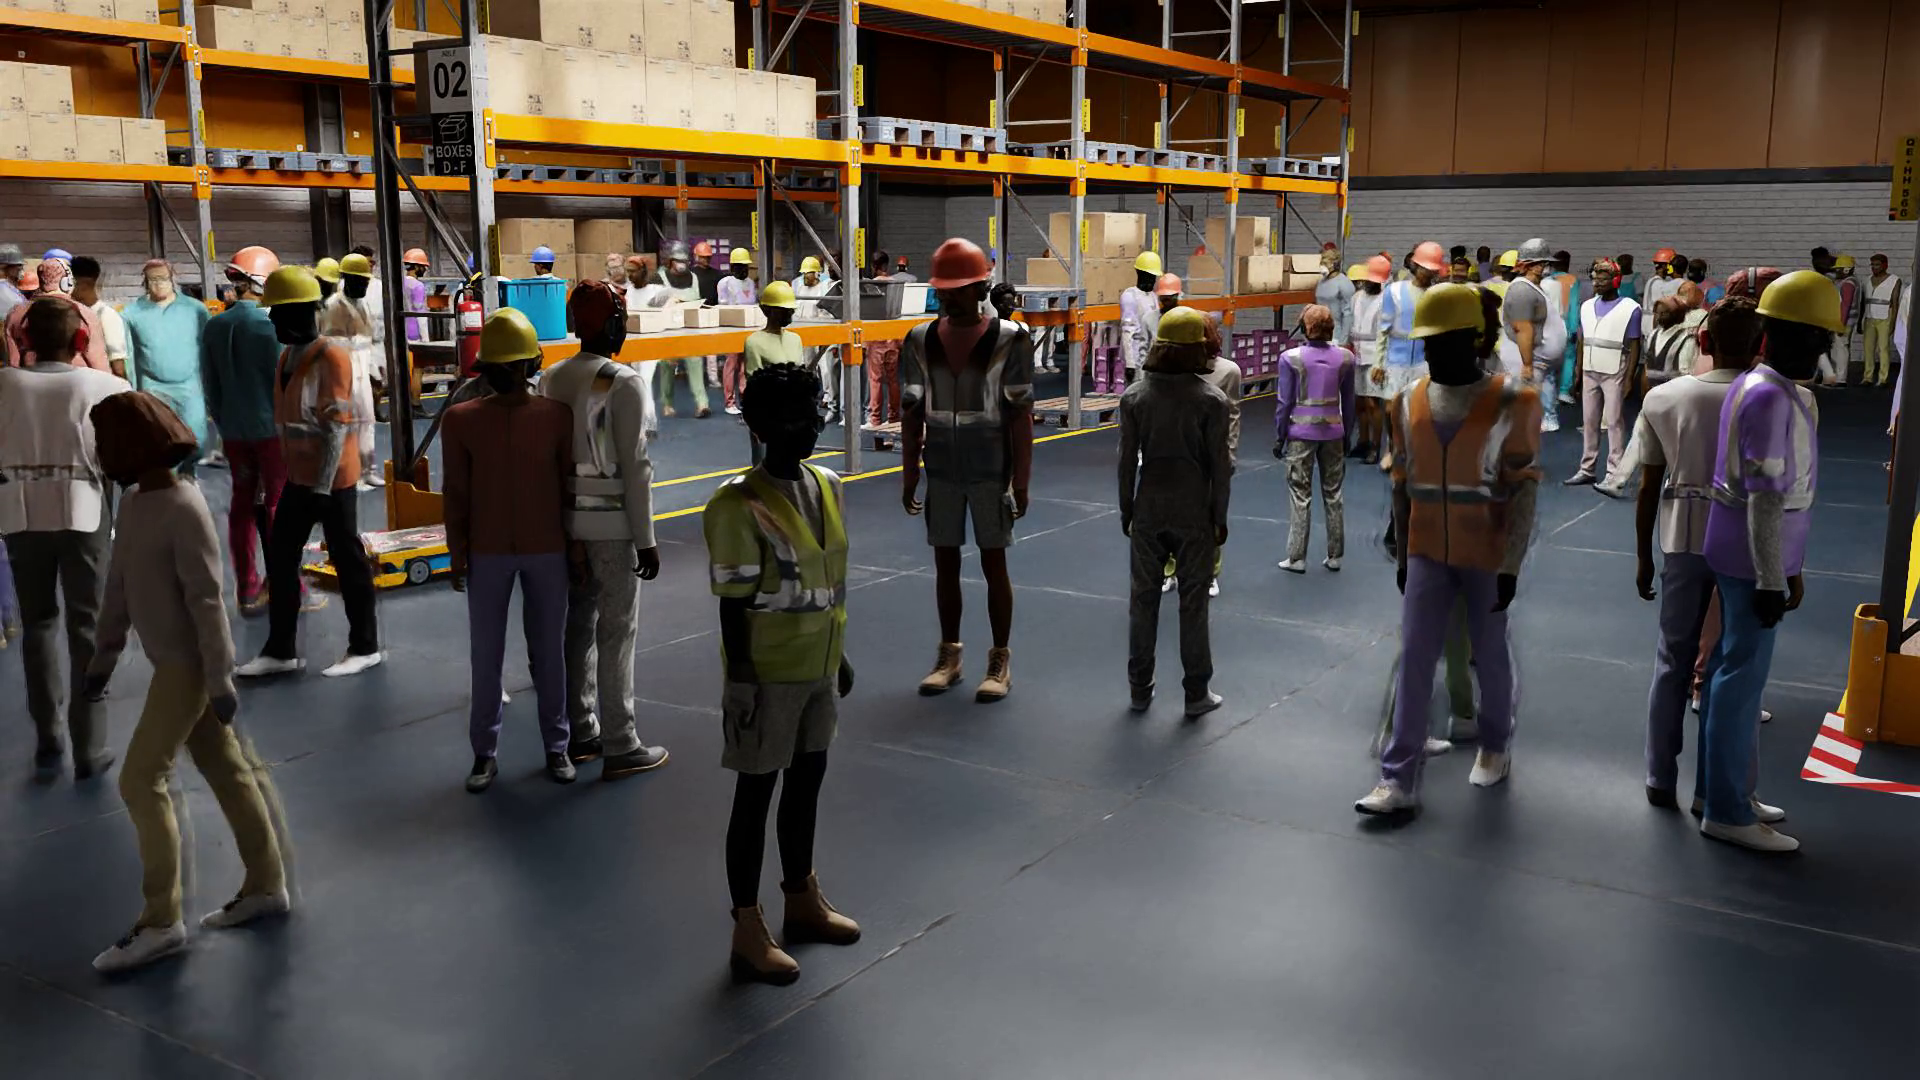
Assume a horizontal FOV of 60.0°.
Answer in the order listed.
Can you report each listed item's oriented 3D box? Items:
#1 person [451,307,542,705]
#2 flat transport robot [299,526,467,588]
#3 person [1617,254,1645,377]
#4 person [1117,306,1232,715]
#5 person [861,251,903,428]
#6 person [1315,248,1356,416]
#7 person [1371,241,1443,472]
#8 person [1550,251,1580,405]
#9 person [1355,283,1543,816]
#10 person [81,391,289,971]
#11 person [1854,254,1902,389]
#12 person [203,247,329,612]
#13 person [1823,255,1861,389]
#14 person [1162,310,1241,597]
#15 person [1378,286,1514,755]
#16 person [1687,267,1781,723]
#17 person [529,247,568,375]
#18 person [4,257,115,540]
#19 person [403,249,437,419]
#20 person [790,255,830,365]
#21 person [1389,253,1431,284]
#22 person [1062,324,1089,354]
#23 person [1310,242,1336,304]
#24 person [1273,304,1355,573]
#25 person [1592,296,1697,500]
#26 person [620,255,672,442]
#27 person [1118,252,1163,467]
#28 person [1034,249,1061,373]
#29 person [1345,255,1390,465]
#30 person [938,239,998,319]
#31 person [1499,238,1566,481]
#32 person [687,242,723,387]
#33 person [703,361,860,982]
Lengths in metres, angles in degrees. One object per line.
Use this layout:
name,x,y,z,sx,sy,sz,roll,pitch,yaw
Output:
person,-1.954,-0.146,7.290,0.485,1.737,0.321,-8,13,-36
flat transport robot,-3.213,0.063,10.186,0.652,0.197,1.431,8,13,39
person,9.982,-3.335,24.737,0.424,1.830,0.658,-7,12,-33
person,0.922,-0.123,7.139,0.494,1.743,0.303,4,11,23
person,-0.819,-2.117,17.737,0.597,1.909,0.405,-10,14,-43
person,3.953,-2.132,17.730,0.372,1.939,0.627,-4,11,-19
person,3.801,-1.493,13.975,0.659,2.013,0.542,2,11,13
person,7.337,-2.584,20.377,0.617,1.882,0.639,-9,14,-41
person,1.768,0.030,5.944,0.595,1.873,0.987,8,13,37
person,-2.288,0.385,4.724,0.709,1.595,0.512,-9,13,-40
person,12.593,-2.994,22.812,0.409,1.830,0.577,-5,11,-25
person,-3.775,-0.583,9.017,0.610,1.985,0.393,4,11,23
person,12.037,-2.969,22.686,0.403,1.824,0.592,6,12,29
person,1.337,-0.490,9.475,0.497,1.633,0.288,3,11,17
person,2.000,-0.063,6.525,0.774,1.840,0.550,-2,11,-13
person,3.324,-0.198,7.101,0.408,1.909,0.638,3,11,16
person,-4.497,-2.217,18.172,0.391,1.948,0.605,3,11,15
person,-5.971,-0.923,11.119,0.652,1.906,0.402,0,10,3
person,-6.152,-2.326,18.849,0.391,1.927,0.546,-9,14,-41
person,-1.832,-2.681,21.057,0.626,1.840,0.429,0,10,2
person,6.552,-3.252,24.218,0.621,1.838,0.429,5,11,26
person,2.081,-4.306,29.532,0.604,2.034,0.418,-4,11,-22
person,6.211,-4.059,28.287,0.611,1.985,0.412,-3,11,-18
person,2.158,-0.612,10.137,0.523,1.638,0.311,-2,11,-13
person,5.344,-1.059,12.730,0.845,1.589,0.535,-3,11,-18
person,-3.221,-1.889,16.576,0.617,1.860,0.698,5,12,27
person,1.638,-1.626,14.989,0.392,1.916,0.587,6,12,31
person,1.344,-3.484,25.375,0.574,1.882,0.358,-8,13,-39
person,3.692,-1.623,15.062,0.494,1.887,0.703,-5,11,-27
person,0.038,-1.498,13.932,0.536,2.000,0.684,-10,14,-43
person,4.850,-1.529,14.103,0.537,2.000,0.682,3,11,15
person,-3.503,-3.072,22.786,0.622,1.990,0.402,-6,12,-30
person,-0.480,0.353,4.631,0.315,1.696,0.540,6,12,31
